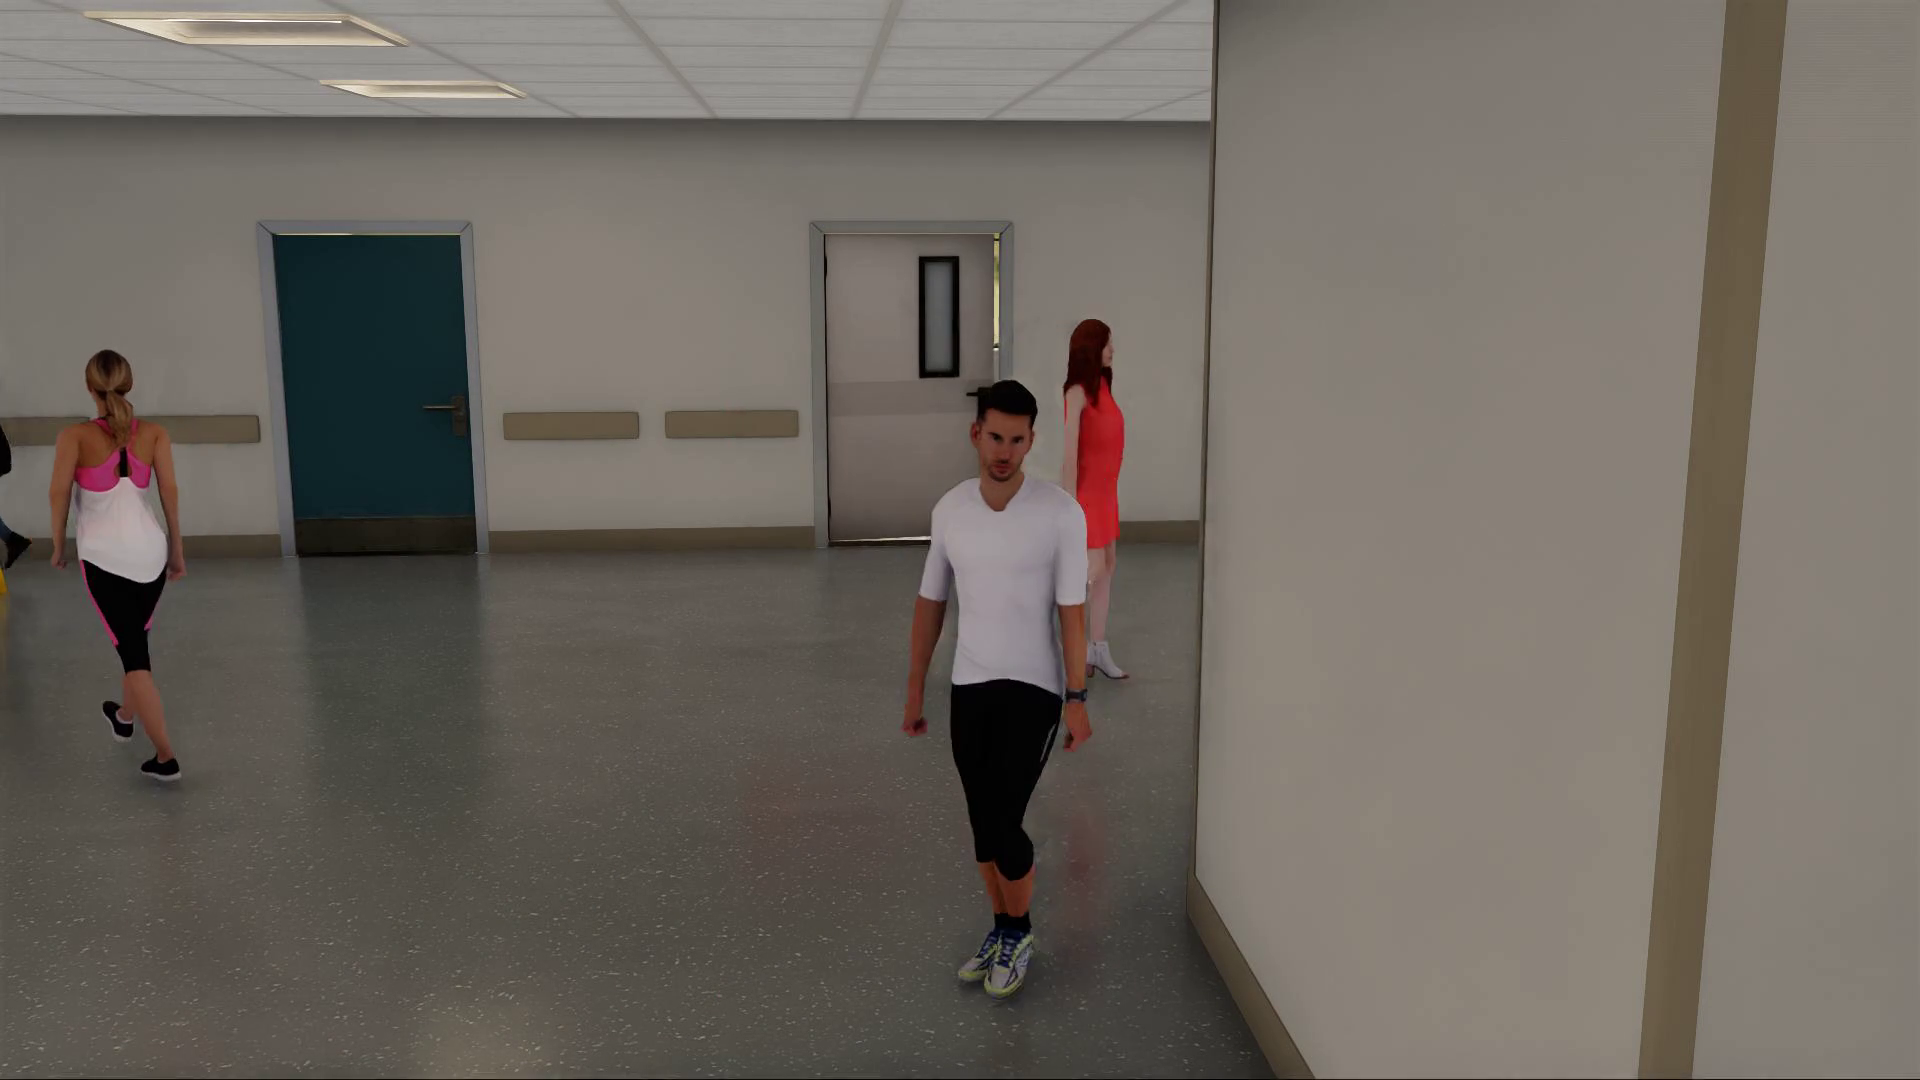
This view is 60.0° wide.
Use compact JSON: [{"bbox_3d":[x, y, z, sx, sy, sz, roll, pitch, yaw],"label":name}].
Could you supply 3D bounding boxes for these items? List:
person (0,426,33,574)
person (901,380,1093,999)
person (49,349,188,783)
[{"bbox_3d":[-6.318,-0.561,10.828,0.790,1.624,0.679,1,11,4],"label":"person"},{"bbox_3d":[0.187,0.431,5.032,0.809,1.837,0.905,6,12,30],"label":"person"},{"bbox_3d":[-3.385,0.146,6.789,1.116,1.740,1.087,10,15,42],"label":"person"}]
